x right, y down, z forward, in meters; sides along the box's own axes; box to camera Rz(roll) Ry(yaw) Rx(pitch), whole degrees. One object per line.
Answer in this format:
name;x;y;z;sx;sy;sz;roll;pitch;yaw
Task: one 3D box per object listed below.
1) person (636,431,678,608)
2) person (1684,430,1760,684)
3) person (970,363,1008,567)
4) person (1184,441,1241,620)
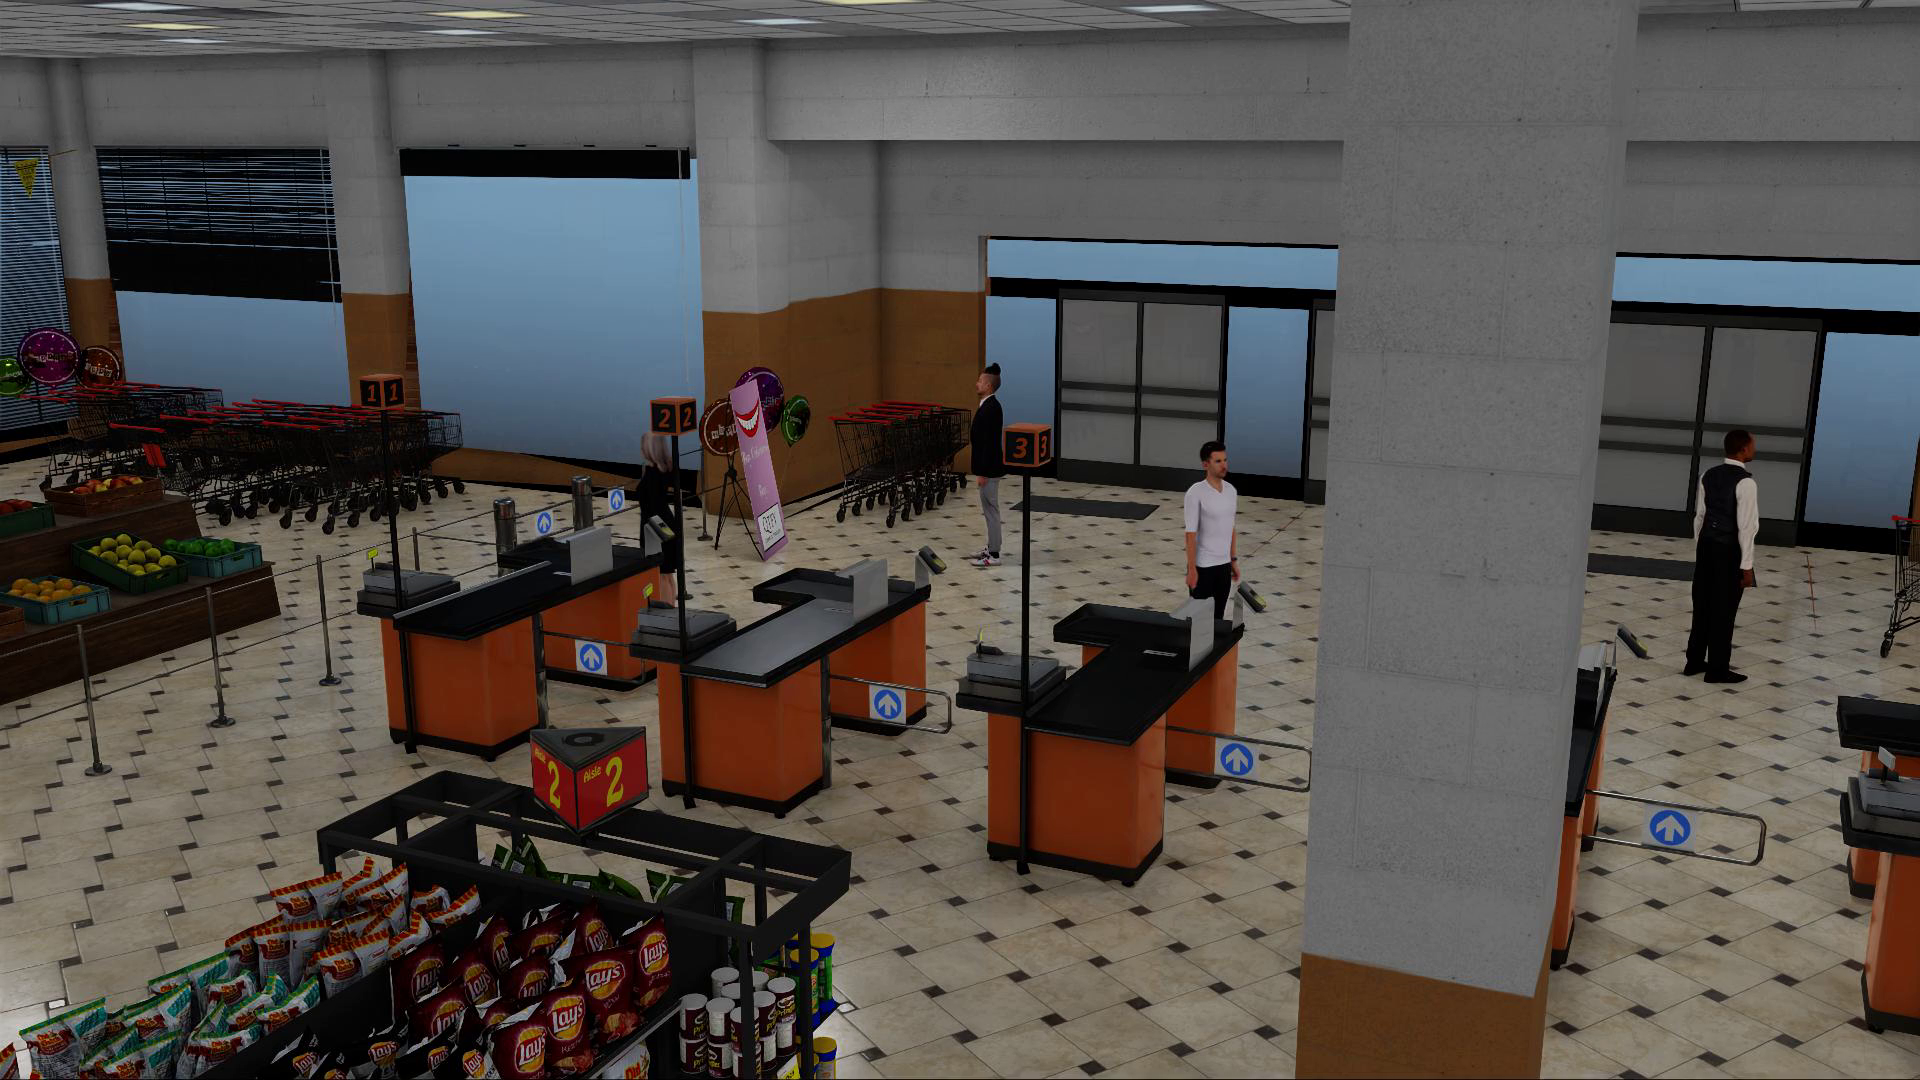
person;-2.458;-0.034;13.537;0.745;1.746;0.630;1;14;2
person;5.760;0.112;12.572;0.834;1.917;0.768;-5;14;-18
person;0.285;-0.732;15.984;0.847;1.949;0.691;0;14;2
person;1.869;0.171;12.470;0.684;1.851;0.814;-10;17;-35
